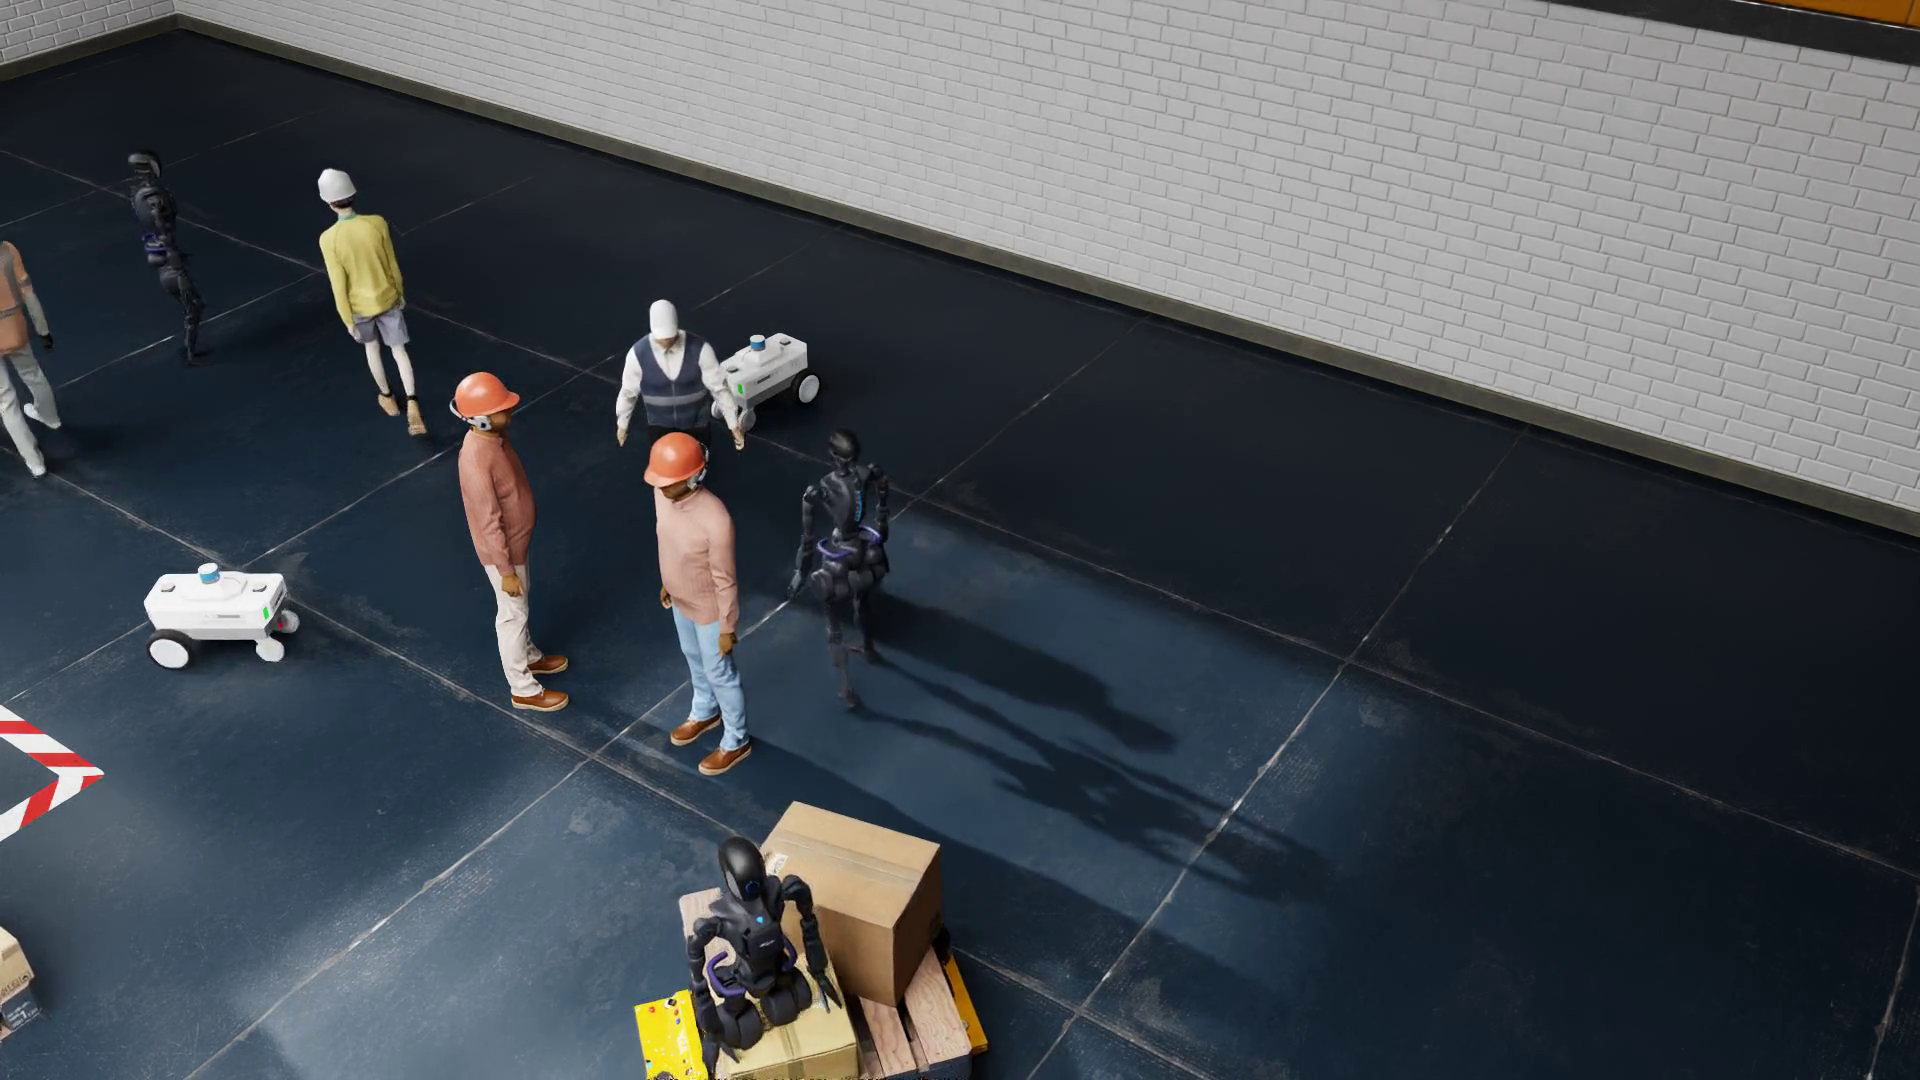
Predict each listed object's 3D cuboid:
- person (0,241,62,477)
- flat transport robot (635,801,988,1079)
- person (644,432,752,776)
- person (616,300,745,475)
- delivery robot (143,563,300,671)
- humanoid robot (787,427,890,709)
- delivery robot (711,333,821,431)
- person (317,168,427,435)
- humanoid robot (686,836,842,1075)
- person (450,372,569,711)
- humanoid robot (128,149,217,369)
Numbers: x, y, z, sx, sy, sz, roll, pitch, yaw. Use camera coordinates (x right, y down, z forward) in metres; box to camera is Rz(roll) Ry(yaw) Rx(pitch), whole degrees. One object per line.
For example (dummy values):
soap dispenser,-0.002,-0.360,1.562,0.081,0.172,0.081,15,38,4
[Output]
person,-6.320,-1.356,10.806,0.781,1.872,0.620,25,42,31
flat transport robot,-0.657,2.106,7.254,1.431,0.231,0.659,-10,36,-14
person,-1.318,0.309,8.330,0.403,1.986,0.616,-25,42,-31
person,-1.702,-0.711,10.026,0.717,1.705,0.931,-9,36,-13
delivery robot,-4.203,0.398,9.438,0.791,0.587,0.499,0,35,0
humanoid robot,-0.620,0.123,8.899,0.599,1.642,0.522,-22,41,-29
delivery robot,-1.390,-1.154,11.669,0.499,0.601,0.802,25,42,32
person,-3.917,-1.569,11.121,0.484,1.860,0.799,-18,39,-24
humanoid robot,-0.760,1.782,6.483,0.590,1.657,0.338,-21,40,-28
person,-2.372,0.012,8.742,0.376,1.997,0.610,-6,35,-8
humanoid robot,-5.640,-1.995,11.898,0.336,1.655,0.587,-17,39,-23
